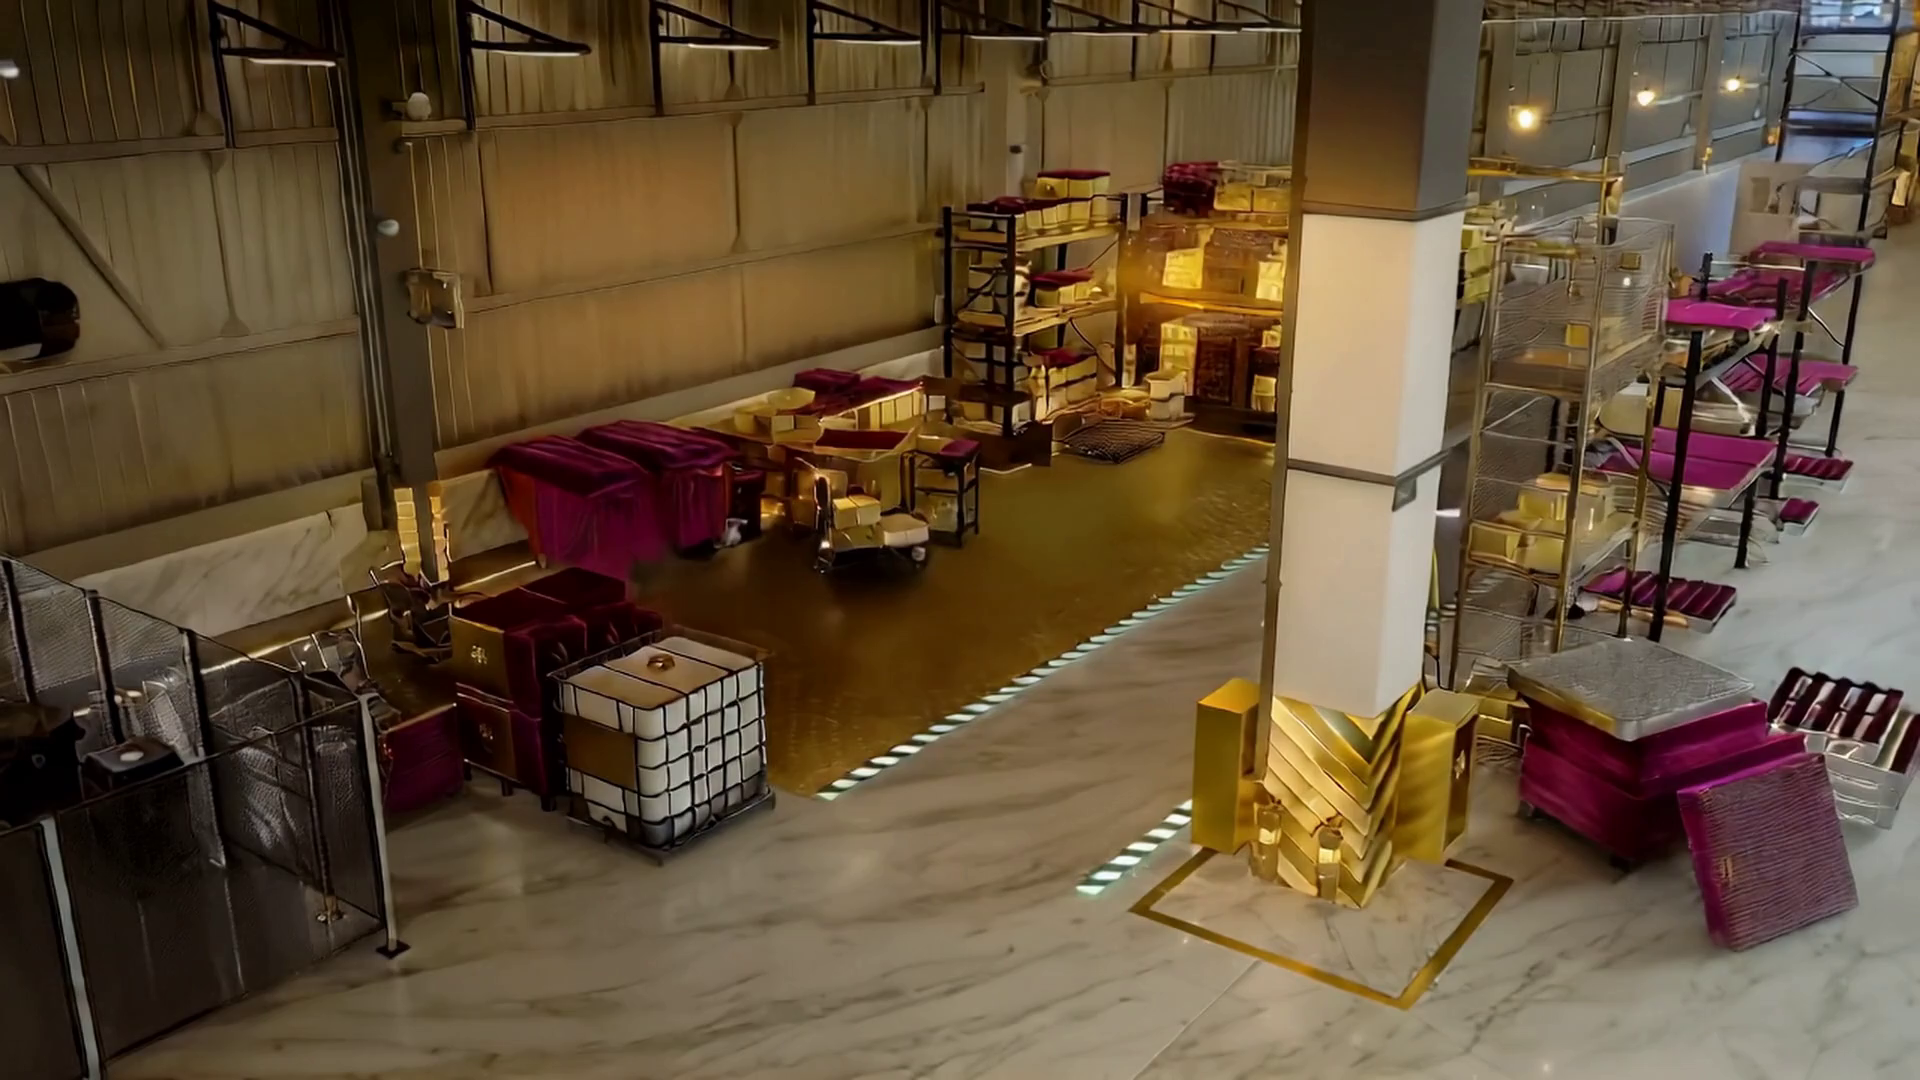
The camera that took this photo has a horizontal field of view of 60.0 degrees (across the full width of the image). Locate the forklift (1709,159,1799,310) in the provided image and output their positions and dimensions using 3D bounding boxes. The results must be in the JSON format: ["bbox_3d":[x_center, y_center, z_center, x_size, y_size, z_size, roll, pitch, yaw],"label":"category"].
[{"bbox_3d":[14.776,-5.601,30.763,1.129,2.768,1.873,13,22,34],"label":"forklift"}]

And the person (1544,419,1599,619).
[{"bbox_3d":[5.773,-0.212,15.792,0.390,1.927,0.547,-15,23,-38],"label":"person"}]
